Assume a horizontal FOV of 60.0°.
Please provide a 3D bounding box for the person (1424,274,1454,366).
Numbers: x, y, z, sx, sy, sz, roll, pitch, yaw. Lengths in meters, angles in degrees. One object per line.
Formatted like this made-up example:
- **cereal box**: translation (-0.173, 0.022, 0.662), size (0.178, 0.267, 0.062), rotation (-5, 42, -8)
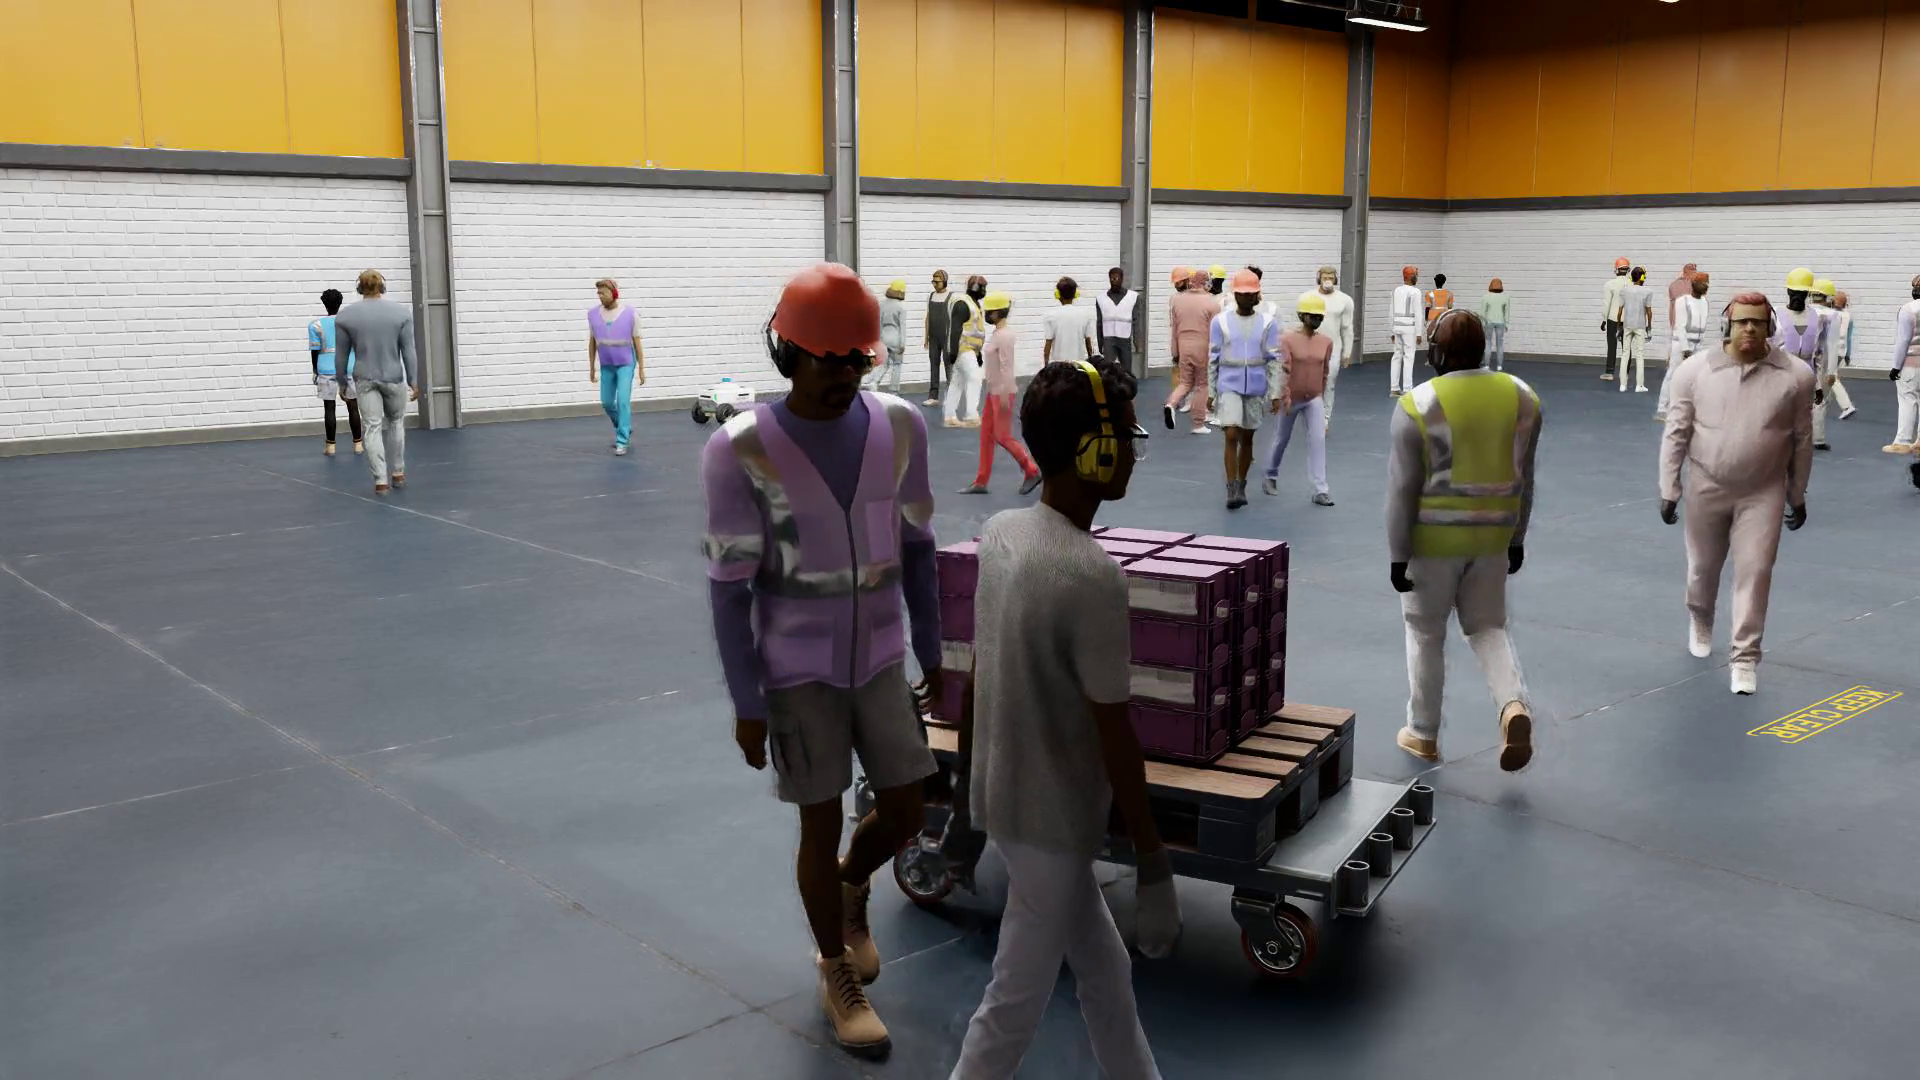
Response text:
- **person**: translation (8.785, -4.032, 30.556), size (0.539, 1.696, 0.317), rotation (0, 10, -2)

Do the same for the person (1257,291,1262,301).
- **person**: translation (4.152, -2.808, 23.643), size (0.528, 1.594, 0.789), rotation (1, 10, 6)

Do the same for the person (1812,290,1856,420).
- **person**: translation (10.916, -2.313, 20.746), size (0.522, 1.604, 0.816), rotation (-4, 11, -23)

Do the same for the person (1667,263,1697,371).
- **person**: translation (12.369, -3.753, 28.337), size (0.402, 1.903, 0.643), rotation (-5, 11, -25)

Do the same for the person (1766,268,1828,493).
- **person**: translation (7.091, -1.354, 14.203), size (0.593, 1.923, 0.382), rotation (0, 10, 0)

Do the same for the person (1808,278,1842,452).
- **person**: translation (8.719, -1.794, 17.150), size (0.667, 1.810, 0.590), rotation (-4, 11, -23)

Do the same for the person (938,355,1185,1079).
- **person**: translation (0.285, 0.565, 3.262), size (0.951, 1.816, 0.559), rotation (-3, 10, -19)

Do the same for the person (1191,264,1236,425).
- **person**: translation (3.066, -2.346, 20.000), size (0.359, 1.930, 0.587), rotation (-5, 11, -29)

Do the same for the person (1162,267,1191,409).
- **person**: translation (3.032, -2.681, 22.120), size (0.584, 1.882, 0.999), rotation (7, 12, 35)

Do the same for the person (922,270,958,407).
- **person**: translation (-0.256, -2.702, 22.353), size (0.506, 1.839, 0.343), rotation (5, 11, 29)

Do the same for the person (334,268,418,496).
- **person**: translation (-5.000, -1.358, 14.263), size (0.666, 1.906, 0.861), rotation (-3, 10, -18)

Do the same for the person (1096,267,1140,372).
- **person**: translation (2.090, -2.664, 21.992), size (0.594, 1.889, 0.841), rotation (2, 10, 10)

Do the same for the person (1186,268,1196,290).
- **person**: translation (3.668, -3.404, 26.487), size (0.404, 1.827, 0.600), rotation (1, 10, 4)

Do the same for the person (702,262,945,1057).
- **person**: translation (-0.322, 0.317, 4.186), size (0.665, 2.004, 0.582), rotation (-5, 11, -29)

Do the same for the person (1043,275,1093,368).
- **person**: translation (1.061, -1.639, 16.122), size (0.522, 1.847, 0.851), rotation (-1, 10, -3)

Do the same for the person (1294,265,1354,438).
- **person**: translation (4.056, -2.097, 18.545), size (0.656, 1.926, 0.436), rotation (1, 10, 9)

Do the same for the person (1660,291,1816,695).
- **person**: translation (3.730, -0.266, 8.023), size (0.658, 1.872, 0.936), rotation (4, 11, 24)

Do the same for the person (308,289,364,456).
- **person**: translation (-6.329, -1.702, 16.916), size (0.532, 1.695, 0.319), rotation (-5, 11, -27)

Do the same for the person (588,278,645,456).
- **person**: translation (-3.500, -1.789, 17.089), size (0.605, 1.812, 0.668), rotation (2, 10, 11)

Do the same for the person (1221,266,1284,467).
- **person**: translation (2.816, -1.650, 15.944), size (0.633, 1.910, 0.992), rotation (0, 10, -2)

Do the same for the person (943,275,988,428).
- **person**: translation (0.123, -2.212, 19.627), size (0.690, 1.797, 0.638), rotation (2, 10, 10)

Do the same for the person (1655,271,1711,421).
- **person**: translation (8.878, -2.317, 20.113), size (0.581, 1.824, 1.003), rotation (-4, 10, -22)

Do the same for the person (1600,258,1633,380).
- **person**: translation (10.820, -3.624, 27.293), size (0.612, 1.995, 0.376), rotation (-1, 10, -6)

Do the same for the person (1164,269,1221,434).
- **person**: translation (2.635, -2.111, 18.782), size (0.655, 1.878, 0.659), rotation (8, 12, 39)

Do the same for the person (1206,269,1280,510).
- **person**: translation (2.279, -1.184, 13.257), size (0.570, 1.905, 0.875), rotation (0, 10, 0)

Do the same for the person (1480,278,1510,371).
- **person**: translation (9.448, -3.805, 29.404), size (0.507, 1.631, 0.266), rotation (1, 10, 4)

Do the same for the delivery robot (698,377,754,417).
- **delivery robot**: translation (-2.824, -1.728, 20.128), size (0.477, 0.478, 0.707), rotation (7, 12, 37)

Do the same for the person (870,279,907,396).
- **person**: translation (-0.971, -2.717, 22.780), size (0.512, 1.715, 0.601), rotation (6, 11, 31)

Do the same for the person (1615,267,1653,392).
- **person**: translation (10.074, -3.141, 24.851), size (0.521, 1.865, 0.335), rotation (8, 12, 38)

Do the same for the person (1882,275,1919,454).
- **person**: translation (9.805, -1.799, 17.054), size (0.627, 1.844, 0.429), rotation (-3, 10, -17)

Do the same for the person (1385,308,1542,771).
- **person**: translation (1.960, 0.016, 6.482), size (0.642, 1.825, 0.662), rotation (-2, 10, -11)

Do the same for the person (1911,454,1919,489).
- **person**: translation (8.553, -1.339, 14.205), size (0.902, 1.901, 0.546), rotation (-6, 12, -33)

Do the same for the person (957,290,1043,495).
- **person**: translation (0.354, -1.236, 14.045), size (0.702, 1.748, 0.534), rotation (-2, 10, -9)

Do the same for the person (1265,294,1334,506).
- **person**: translation (2.811, -1.173, 13.771), size (0.524, 1.718, 0.941), rotation (-2, 10, -12)

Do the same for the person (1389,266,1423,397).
- **person**: translation (6.382, -2.971, 23.787), size (0.337, 1.882, 0.585), rotation (-5, 11, -28)

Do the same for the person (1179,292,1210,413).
- **person**: translation (3.071, -2.381, 21.154), size (0.424, 1.595, 0.576), rotation (-7, 12, -34)
